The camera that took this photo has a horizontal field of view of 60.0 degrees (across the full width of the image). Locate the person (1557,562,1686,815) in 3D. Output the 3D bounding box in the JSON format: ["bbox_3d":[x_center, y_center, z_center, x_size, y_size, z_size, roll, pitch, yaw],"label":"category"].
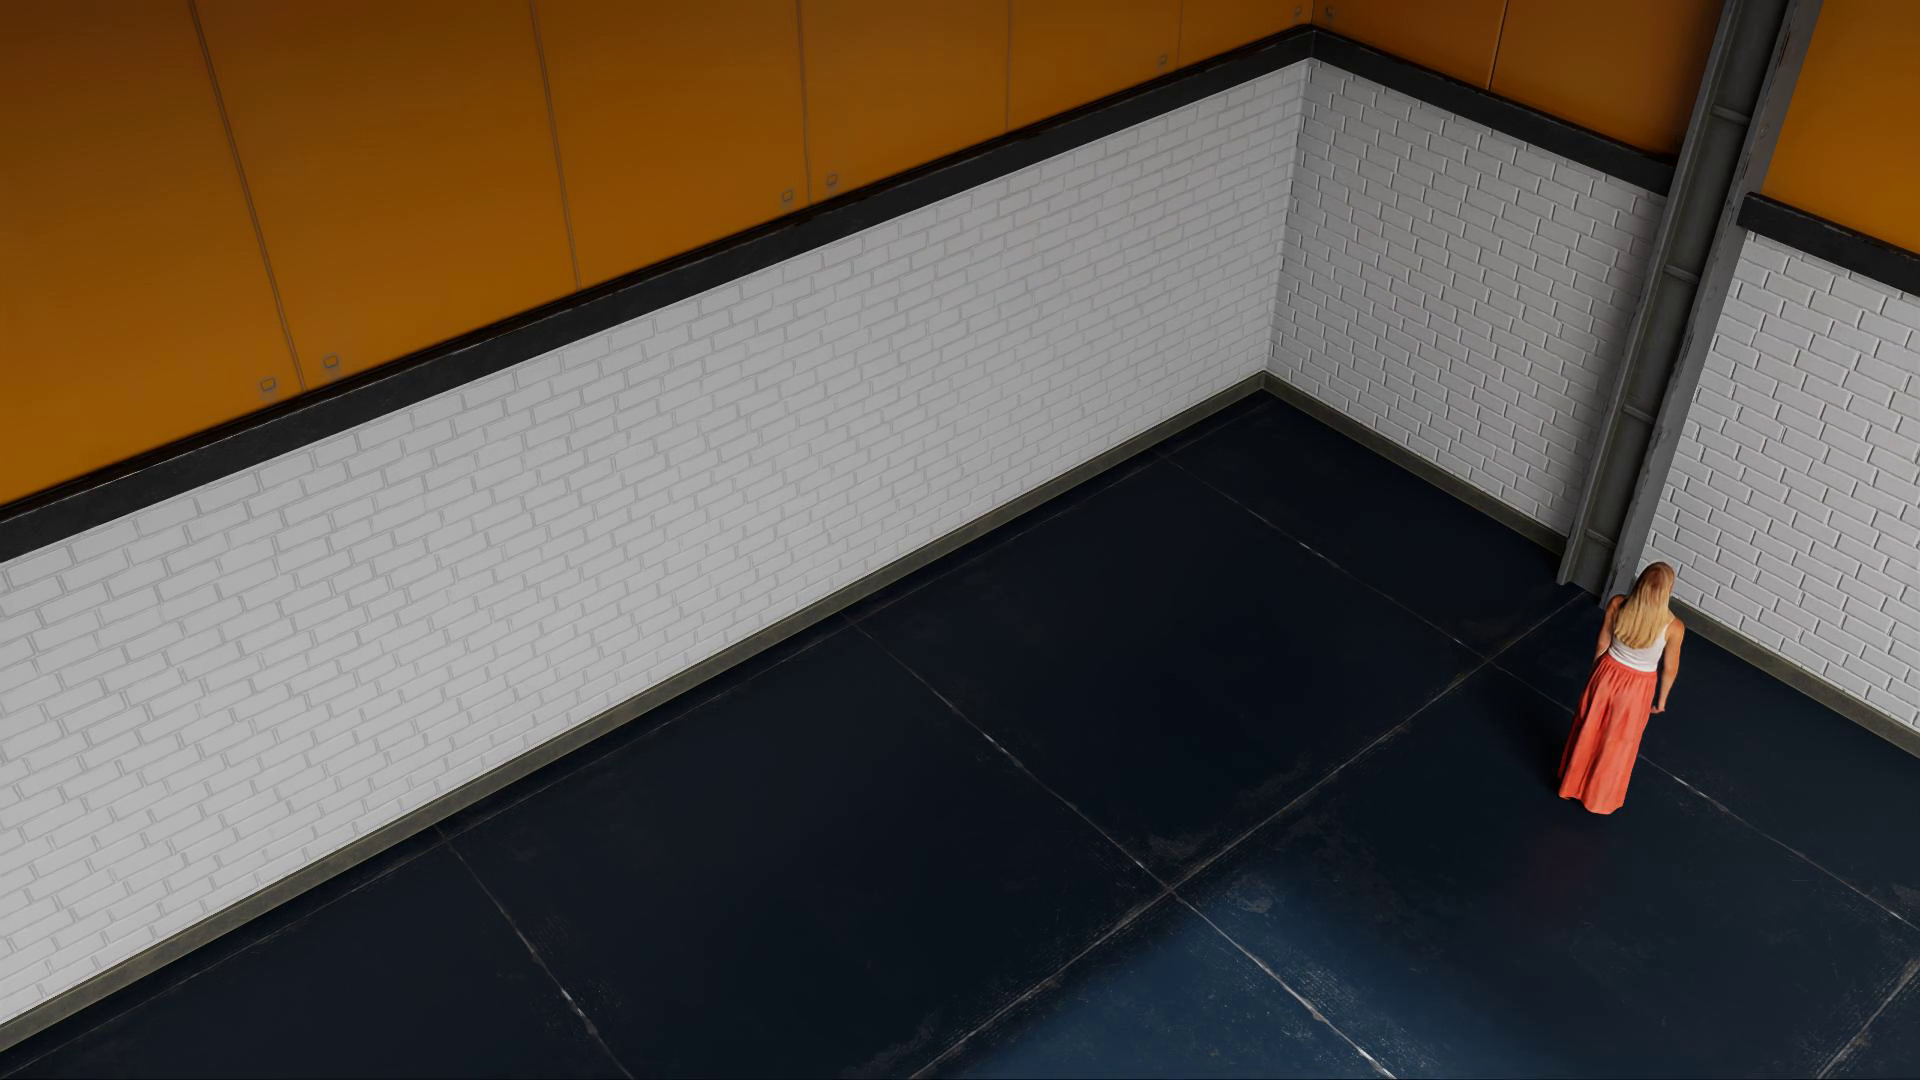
[{"bbox_3d":[3.775,0.849,9.493,0.536,1.803,0.697,32,48,33],"label":"person"}]
